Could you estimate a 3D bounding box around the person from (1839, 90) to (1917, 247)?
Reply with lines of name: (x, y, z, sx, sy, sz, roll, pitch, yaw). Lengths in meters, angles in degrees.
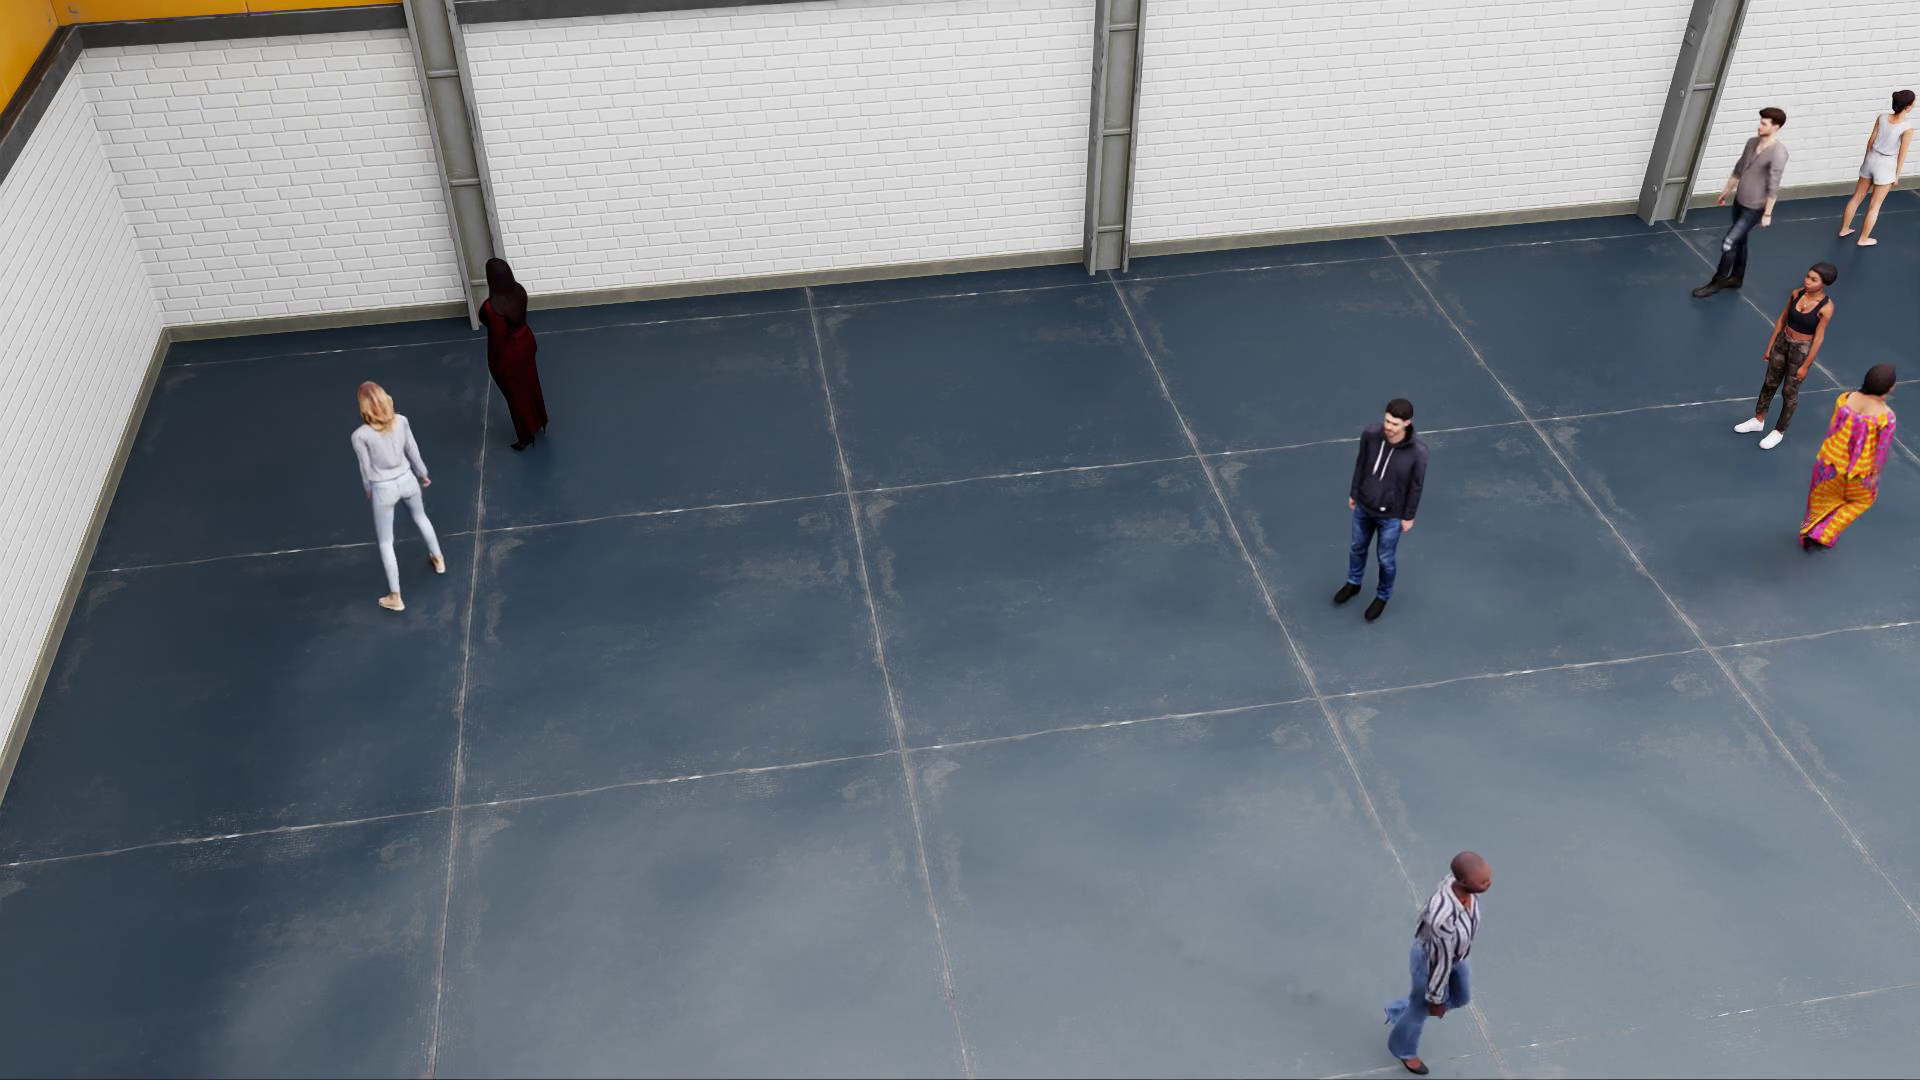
person: (9.209, -3.739, 16.646, 0.623, 1.607, 0.633, -18, 42, -21)

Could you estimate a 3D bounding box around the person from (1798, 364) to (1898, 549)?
person: (6.745, -0.595, 12.667, 0.881, 1.661, 0.799, -19, 42, -22)

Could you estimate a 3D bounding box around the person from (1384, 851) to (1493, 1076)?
person: (2.490, 2.263, 8.991, 0.849, 1.782, 0.788, 24, 44, 27)

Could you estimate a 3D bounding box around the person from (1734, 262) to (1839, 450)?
person: (6.935, -1.556, 13.839, 0.607, 1.700, 0.634, -17, 42, -20)

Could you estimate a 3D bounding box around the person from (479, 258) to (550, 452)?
person: (-3.697, -1.556, 13.793, 0.739, 1.758, 0.747, 9, 39, 11)

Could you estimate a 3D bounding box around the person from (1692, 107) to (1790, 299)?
person: (7.553, -3.175, 15.718, 0.815, 1.884, 0.721, -5, 39, -6)

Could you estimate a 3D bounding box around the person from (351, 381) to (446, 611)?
person: (-4.152, -0.384, 12.316, 1.026, 1.769, 0.929, 32, 48, 33)

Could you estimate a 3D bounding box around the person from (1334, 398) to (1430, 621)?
person: (3.077, -0.262, 12.069, 0.764, 1.886, 0.788, 30, 47, 32)
